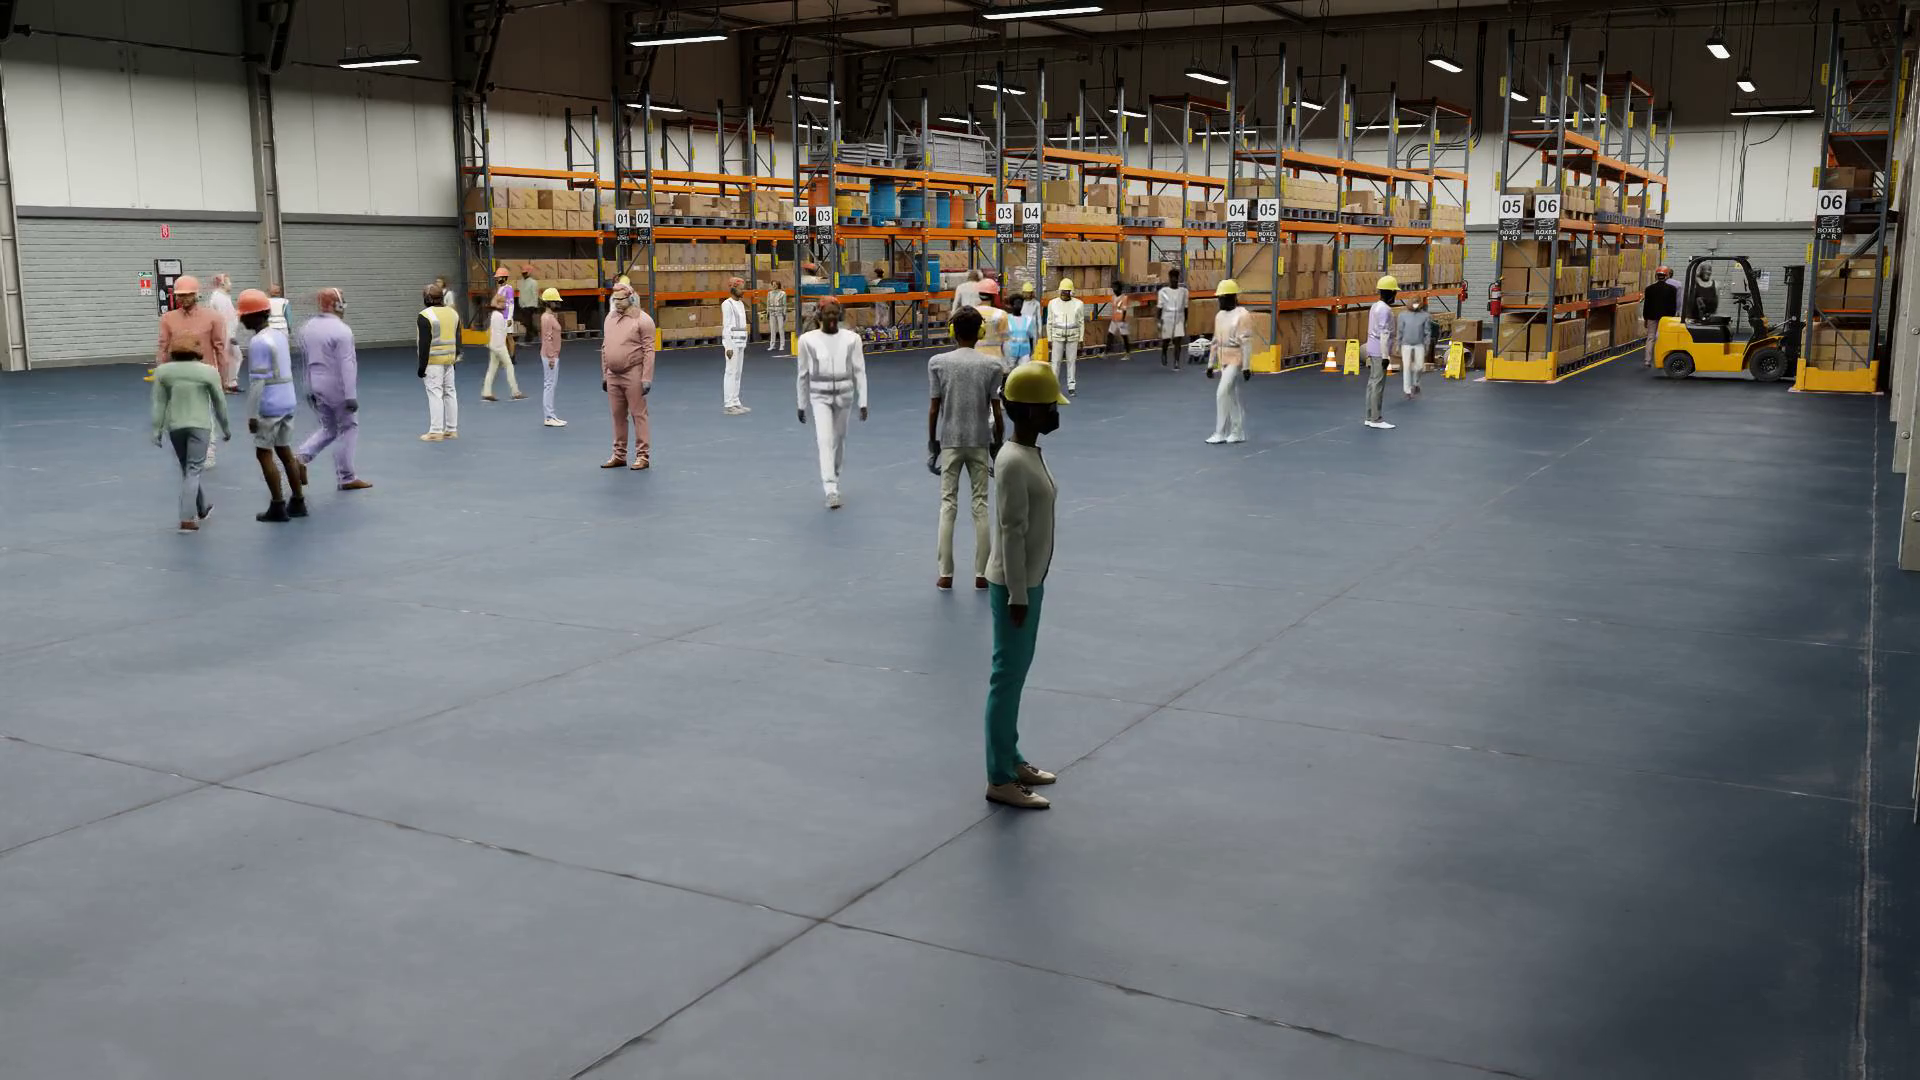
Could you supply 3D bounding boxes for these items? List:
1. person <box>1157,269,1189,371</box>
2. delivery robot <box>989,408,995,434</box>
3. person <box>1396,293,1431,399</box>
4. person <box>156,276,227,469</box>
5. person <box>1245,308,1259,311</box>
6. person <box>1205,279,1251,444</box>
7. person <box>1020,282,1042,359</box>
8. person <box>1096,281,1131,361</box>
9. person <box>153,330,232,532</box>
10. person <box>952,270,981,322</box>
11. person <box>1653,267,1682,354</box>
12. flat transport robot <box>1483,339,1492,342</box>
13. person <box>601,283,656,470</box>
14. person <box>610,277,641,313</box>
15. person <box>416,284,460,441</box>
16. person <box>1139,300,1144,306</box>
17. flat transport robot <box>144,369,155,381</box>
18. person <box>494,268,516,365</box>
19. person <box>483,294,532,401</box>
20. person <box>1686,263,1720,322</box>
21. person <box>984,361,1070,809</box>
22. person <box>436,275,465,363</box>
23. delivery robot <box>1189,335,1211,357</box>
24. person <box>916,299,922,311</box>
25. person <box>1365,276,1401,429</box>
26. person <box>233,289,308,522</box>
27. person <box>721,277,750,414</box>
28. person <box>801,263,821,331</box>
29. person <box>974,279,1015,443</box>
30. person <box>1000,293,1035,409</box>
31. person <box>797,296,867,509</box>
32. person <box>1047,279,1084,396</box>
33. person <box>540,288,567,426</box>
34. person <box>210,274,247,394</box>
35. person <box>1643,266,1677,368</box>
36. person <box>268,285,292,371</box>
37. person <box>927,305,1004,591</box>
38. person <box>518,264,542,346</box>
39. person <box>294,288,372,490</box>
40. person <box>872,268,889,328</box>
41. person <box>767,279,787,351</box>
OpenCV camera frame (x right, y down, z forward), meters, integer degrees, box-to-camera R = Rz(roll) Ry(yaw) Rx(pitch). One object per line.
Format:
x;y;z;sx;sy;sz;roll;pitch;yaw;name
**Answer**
4.057;-4.209;31.782;0.613;1.947;0.711;-1;10;-4;person
0.177;-1.422;19.237;0.477;0.478;0.707;4;10;22;delivery robot
6.891;-2.942;25.303;0.513;1.625;0.355;2;10;13;person
-7.849;-1.688;16.927;0.623;1.971;0.686;0;10;-3;person
6.714;-5.186;37.929;0.807;1.803;0.636;2;10;11;person
3.039;-2.048;19.236;0.751;1.898;0.611;-4;10;-22;person
1.195;-3.737;29.673;0.493;1.711;0.810;-2;10;-14;person
3.208;-4.491;34.241;0.856;1.646;0.556;-7;12;-36;person
-6.142;-0.883;13.341;0.525;1.584;0.860;-1;10;-4;person
0.208;-4.562;33.972;0.714;1.895;0.864;-1;10;-4;person
15.625;-5.069;36.830;0.627;1.935;0.371;5;11;26;person
12.421;-4.546;38.627;0.652;0.197;1.431;3;10;18;flat transport robot
-3.417;-1.665;16.998;0.639;1.904;0.410;5;11;28;person
-6.435;-4.168;32.010;0.607;1.778;0.952;-3;10;-16;person
-6.191;-2.092;19.671;0.429;1.845;0.627;4;10;22;person
5.571;-7.169;49.618;0.533;1.767;0.325;4;11;23;person
-13.604;-2.933;29.182;0.652;0.197;1.431;1;10;6;flat transport robot
-9.136;-4.475;33.339;0.357;1.938;0.542;-9;13;-41;person
-6.822;-2.879;24.970;0.781;1.599;0.543;-4;10;-22;person
16.454;-5.124;36.838;0.694;2.000;0.595;1;10;7;person
0.270;0.170;6.650;0.329;1.767;0.528;2;10;10;person
-10.332;-4.424;33.445;0.519;1.814;0.914;7;12;34;person
4.947;-3.940;33.979;0.477;0.478;0.707;6;11;30;delivery robot
-1.268;-7.705;52.307;0.596;1.918;0.384;4;11;24;person
5.357;-2.380;21.107;0.388;1.927;0.589;0;10;2;person
-5.655;-1.089;13.603;0.406;1.921;0.557;0;10;-1;person
-3.108;-2.683;23.003;0.337;1.882;0.585;2;10;12;person
-3.801;-6.052;42.425;0.621;1.983;1.030;6;11;31;person
0.346;-2.062;19.280;0.552;1.908;0.724;5;11;25;person
0.767;-2.601;23.130;0.546;1.678;0.705;-2;10;-14;person
-1.130;-1.231;14.687;0.593;1.831;1.025;-2;10;-14;person
1.642;-3.142;25.861;0.591;1.828;0.404;0;10;0;person
-5.225;-2.343;21.360;0.311;1.768;0.533;-1;10;-8;person
-11.533;-3.237;26.215;0.652;1.890;0.640;-4;10;-22;person
13.540;-4.299;32.190;0.604;1.986;0.405;8;13;40;person
-12.883;-3.991;31.377;0.521;1.639;0.311;-6;11;-30;person
0.039;-0.591;10.842;0.500;1.860;0.312;0;10;-1;person
-10.444;-5.690;40.322;0.632;1.981;0.639;7;12;36;person
-5.844;-1.382;15.372;0.653;1.888;0.636;7;12;36;person
-2.092;-6.407;44.908;0.565;1.844;0.741;4;11;23;person
-4.228;-5.185;38.369;0.511;1.641;0.309;4;10;22;person
